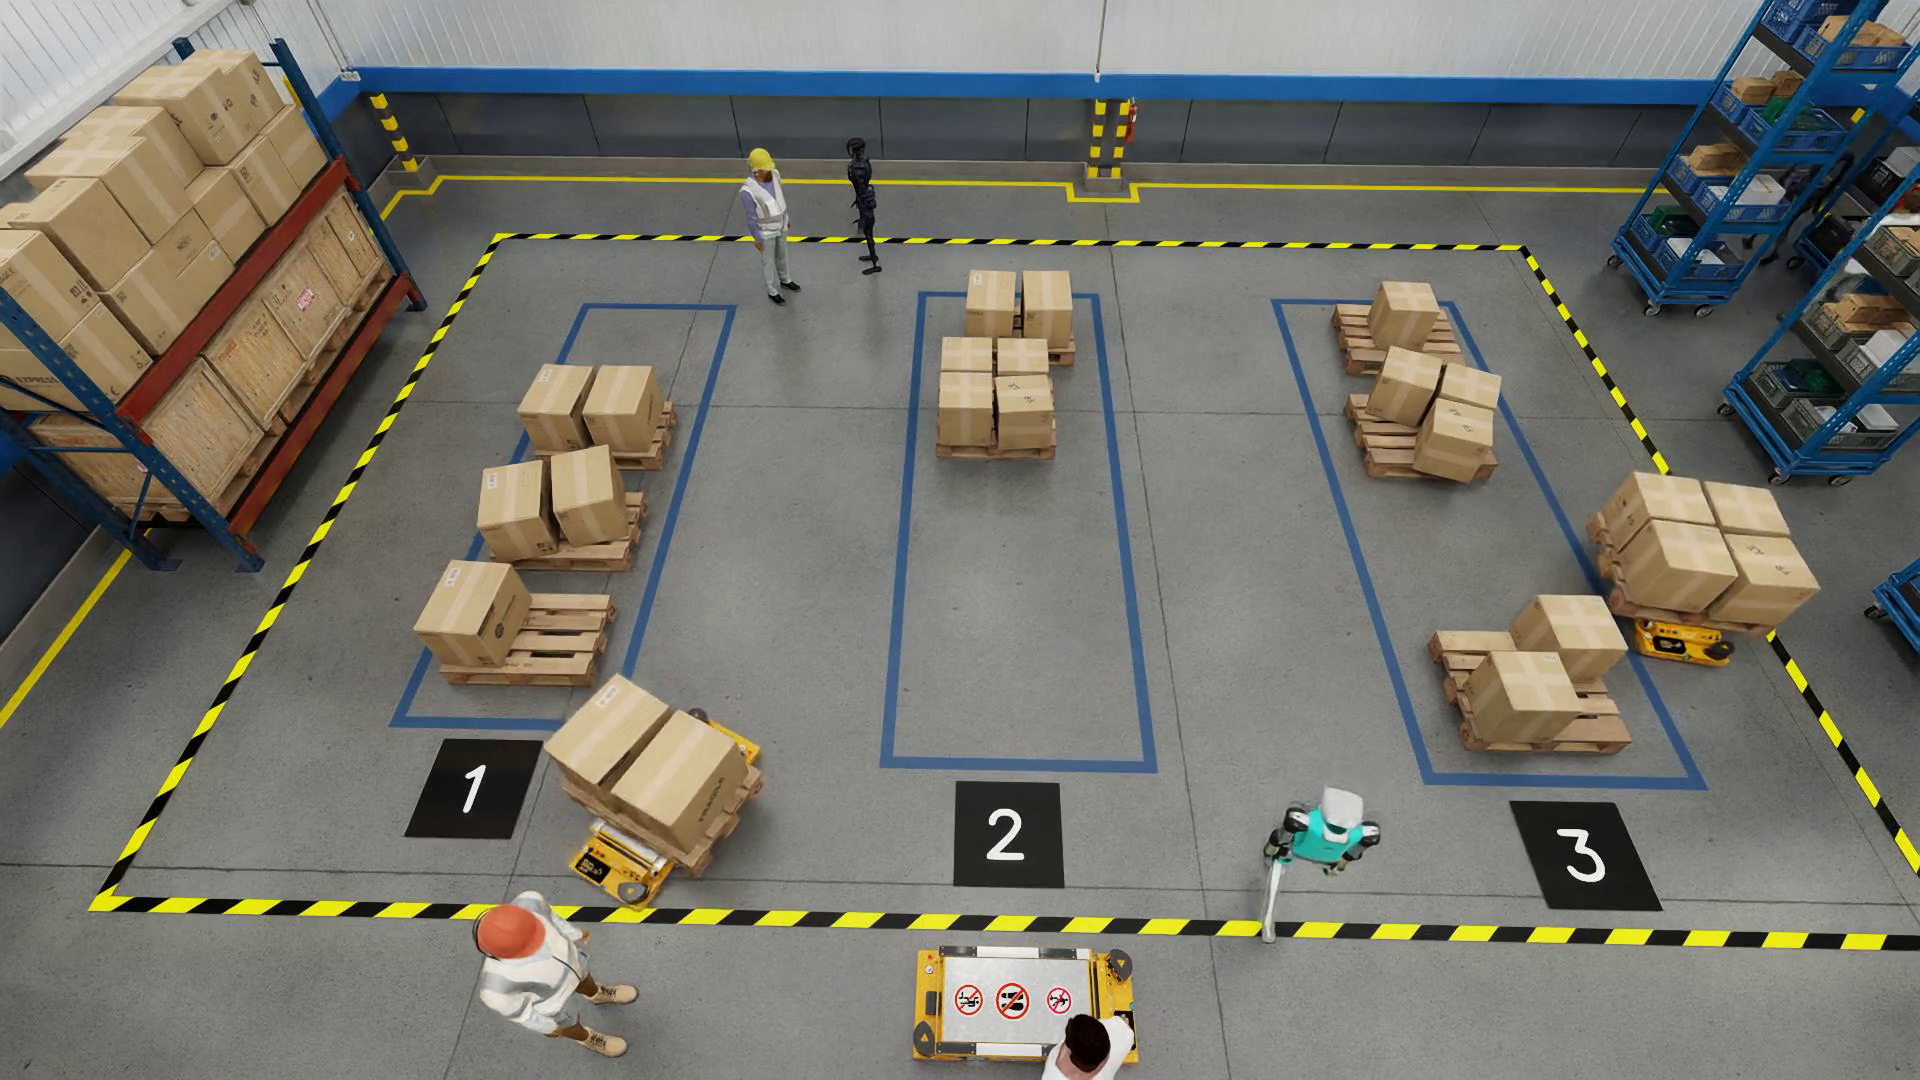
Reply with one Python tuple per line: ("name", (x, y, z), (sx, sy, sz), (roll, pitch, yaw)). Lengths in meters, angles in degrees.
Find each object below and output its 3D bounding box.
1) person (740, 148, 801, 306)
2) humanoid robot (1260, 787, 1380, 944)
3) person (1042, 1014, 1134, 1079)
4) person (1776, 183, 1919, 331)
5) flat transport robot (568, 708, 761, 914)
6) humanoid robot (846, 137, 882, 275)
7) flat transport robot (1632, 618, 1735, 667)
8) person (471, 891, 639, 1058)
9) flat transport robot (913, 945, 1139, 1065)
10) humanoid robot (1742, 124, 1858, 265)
("person", (-2.130, -3.541, 10.363), (0.404, 1.831, 0.598), (24, 55, 18))
("humanoid robot", (2.245, 1.913, 5.987), (0.551, 1.732, 1.054), (10, 52, 8))
("person", (0.628, 2.944, 5.022), (0.590, 1.919, 0.392), (-33, 58, -24))
("person", (9.659, -2.942, 9.873), (0.586, 1.827, 0.646), (4, 51, 3))
("flat transport robot", (-2.190, 1.968, 6.864), (0.652, 0.197, 1.431), (23, 54, 18))
("humanoid robot", (-1.135, -3.917, 10.762), (0.315, 1.655, 0.599), (-6, 51, -5))
("flat transport robot", (6.248, 0.423, 8.123), (0.652, 0.197, 1.431), (8, 51, 7))
("person", (-2.309, 2.522, 5.293), (0.388, 2.033, 0.604), (1, 51, 1))
("flat transport robot", (0.422, 3.041, 6.007), (1.431, 0.231, 0.659), (1, 51, 1))
("humanoid robot", (10.027, -4.123, 10.955), (0.615, 1.637, 0.669), (19, 53, 15))
